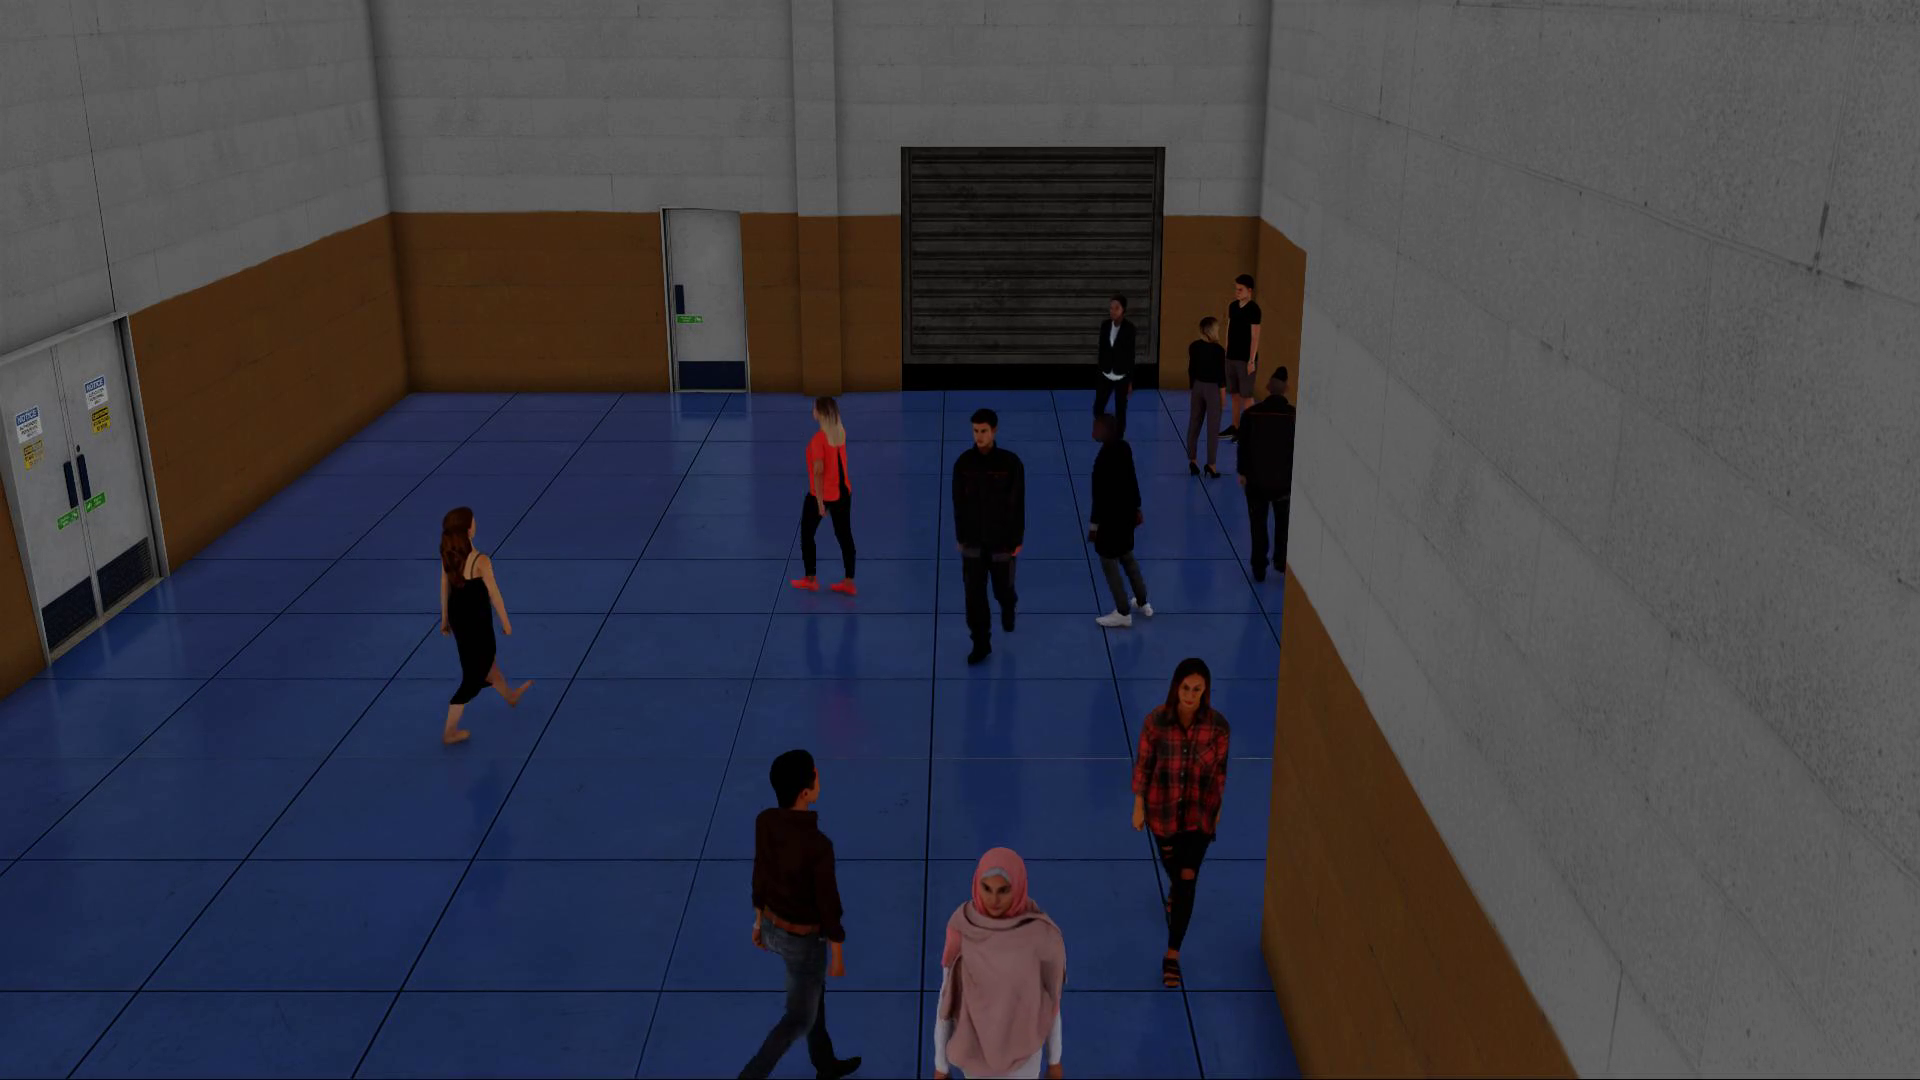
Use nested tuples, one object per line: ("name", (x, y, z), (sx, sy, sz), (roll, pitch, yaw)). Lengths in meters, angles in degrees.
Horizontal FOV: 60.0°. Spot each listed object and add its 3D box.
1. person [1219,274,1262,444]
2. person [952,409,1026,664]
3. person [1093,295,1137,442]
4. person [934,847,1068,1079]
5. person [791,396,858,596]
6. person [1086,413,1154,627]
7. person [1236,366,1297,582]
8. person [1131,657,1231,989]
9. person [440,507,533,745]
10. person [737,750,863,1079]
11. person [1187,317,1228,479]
("person", (3.128, -2.016, 18.353), (0.758, 1.861, 0.754), (-10, 21, -27))
("person", (0.242, -0.065, 12.454), (0.942, 1.933, 0.902), (5, 19, 14))
("person", (1.664, -1.643, 17.299), (0.690, 1.826, 0.785), (10, 21, 27))
("person", (0.172, 2.012, 6.583), (1.221, 1.748, 0.974), (6, 20, 18))
("person", (-0.986, -0.336, 13.667), (0.906, 1.671, 0.822), (13, 23, 34))
("person", (1.282, -0.147, 13.019), (0.928, 1.727, 0.919), (-17, 25, -41))
("person", (2.604, -0.538, 13.943), (0.645, 1.853, 0.851), (2, 19, 7))
("person", (1.146, 1.374, 8.626), (1.137, 1.651, 0.856), (4, 19, 13))
("person", (-3.305, 0.600, 11.032), (1.093, 1.581, 1.019), (11, 22, 30))
("person", (-0.786, 1.795, 7.270), (1.168, 1.721, 1.103), (-16, 25, -40))
("person", (2.514, -1.458, 16.993), (0.667, 1.672, 0.734), (17, 25, 40))
